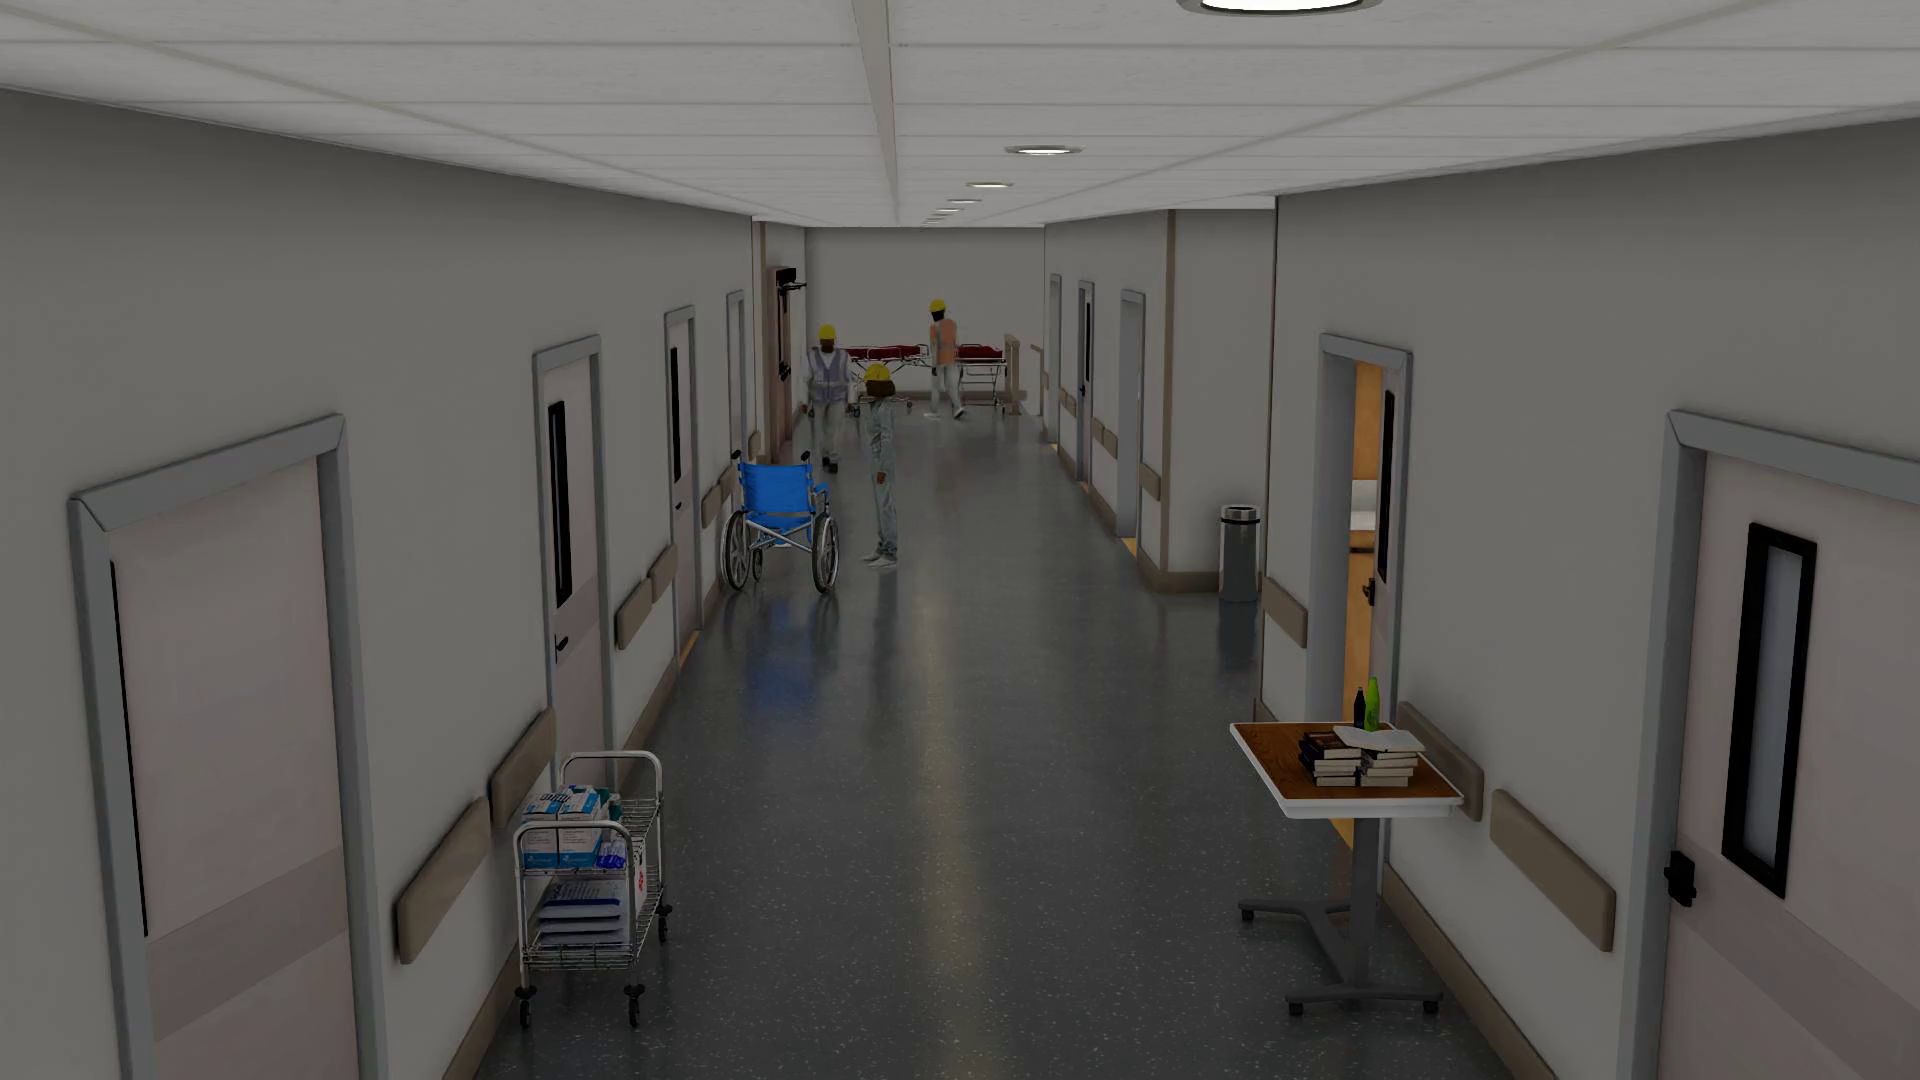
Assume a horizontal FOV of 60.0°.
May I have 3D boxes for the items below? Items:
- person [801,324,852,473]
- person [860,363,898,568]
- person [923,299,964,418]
[{"bbox_3d":[-1.622,-1.734,20.247,0.612,1.783,0.947,-1,10,-3],"label":"person"},{"bbox_3d":[-0.695,-0.636,14.234,0.297,1.744,0.487,-2,10,-11],"label":"person"},{"bbox_3d":[-0.280,-2.837,26.110,0.604,1.893,0.693,-9,14,-41],"label":"person"}]
